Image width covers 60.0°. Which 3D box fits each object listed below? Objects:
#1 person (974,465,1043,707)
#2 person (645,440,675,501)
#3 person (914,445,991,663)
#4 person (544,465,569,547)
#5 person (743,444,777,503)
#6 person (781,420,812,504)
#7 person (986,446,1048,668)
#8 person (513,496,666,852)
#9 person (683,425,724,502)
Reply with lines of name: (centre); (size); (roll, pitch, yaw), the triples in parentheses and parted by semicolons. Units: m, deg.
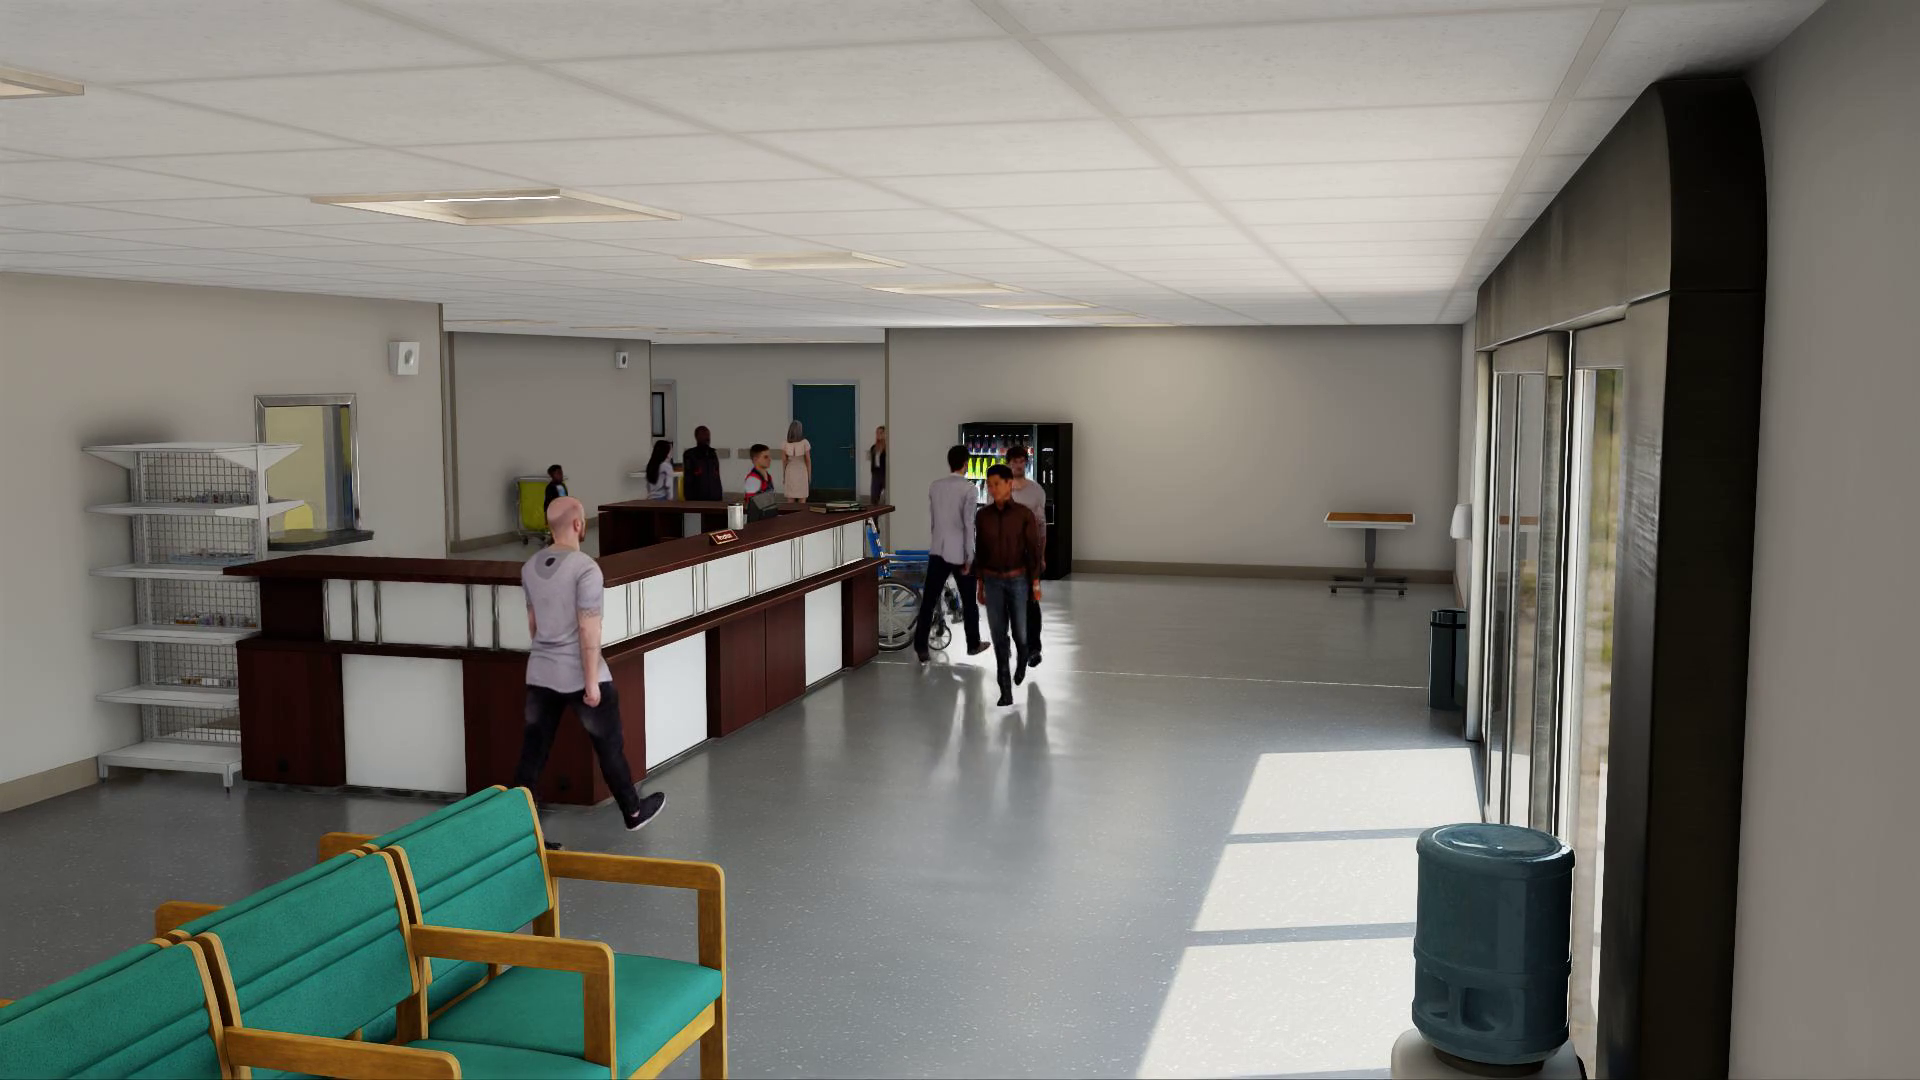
person: (0.358, 0.336, 12.261); (1.015, 1.744, 0.769); (1, 6, 10)
person: (-3.700, -0.410, 20.294); (0.634, 1.619, 0.753); (5, 7, 39)
person: (-0.124, 0.157, 13.776); (1.243, 1.796, 0.990); (3, 7, 30)
person: (-5.235, -0.335, 21.341); (0.673, 1.261, 0.568); (2, 6, 21)
person: (-1.967, -0.036, 15.988); (0.973, 1.739, 0.684); (1, 6, 11)
person: (-2.421, -0.908, 24.667); (0.544, 1.736, 0.700); (0, 6, 3)
person: (0.450, 0.153, 13.826); (1.202, 1.794, 1.022); (-1, 6, -5)
person: (-2.008, 0.721, 8.212); (1.177, 1.789, 0.938); (3, 7, 28)
person: (-3.064, -0.452, 19.725); (0.761, 1.818, 0.772); (5, 8, 42)
